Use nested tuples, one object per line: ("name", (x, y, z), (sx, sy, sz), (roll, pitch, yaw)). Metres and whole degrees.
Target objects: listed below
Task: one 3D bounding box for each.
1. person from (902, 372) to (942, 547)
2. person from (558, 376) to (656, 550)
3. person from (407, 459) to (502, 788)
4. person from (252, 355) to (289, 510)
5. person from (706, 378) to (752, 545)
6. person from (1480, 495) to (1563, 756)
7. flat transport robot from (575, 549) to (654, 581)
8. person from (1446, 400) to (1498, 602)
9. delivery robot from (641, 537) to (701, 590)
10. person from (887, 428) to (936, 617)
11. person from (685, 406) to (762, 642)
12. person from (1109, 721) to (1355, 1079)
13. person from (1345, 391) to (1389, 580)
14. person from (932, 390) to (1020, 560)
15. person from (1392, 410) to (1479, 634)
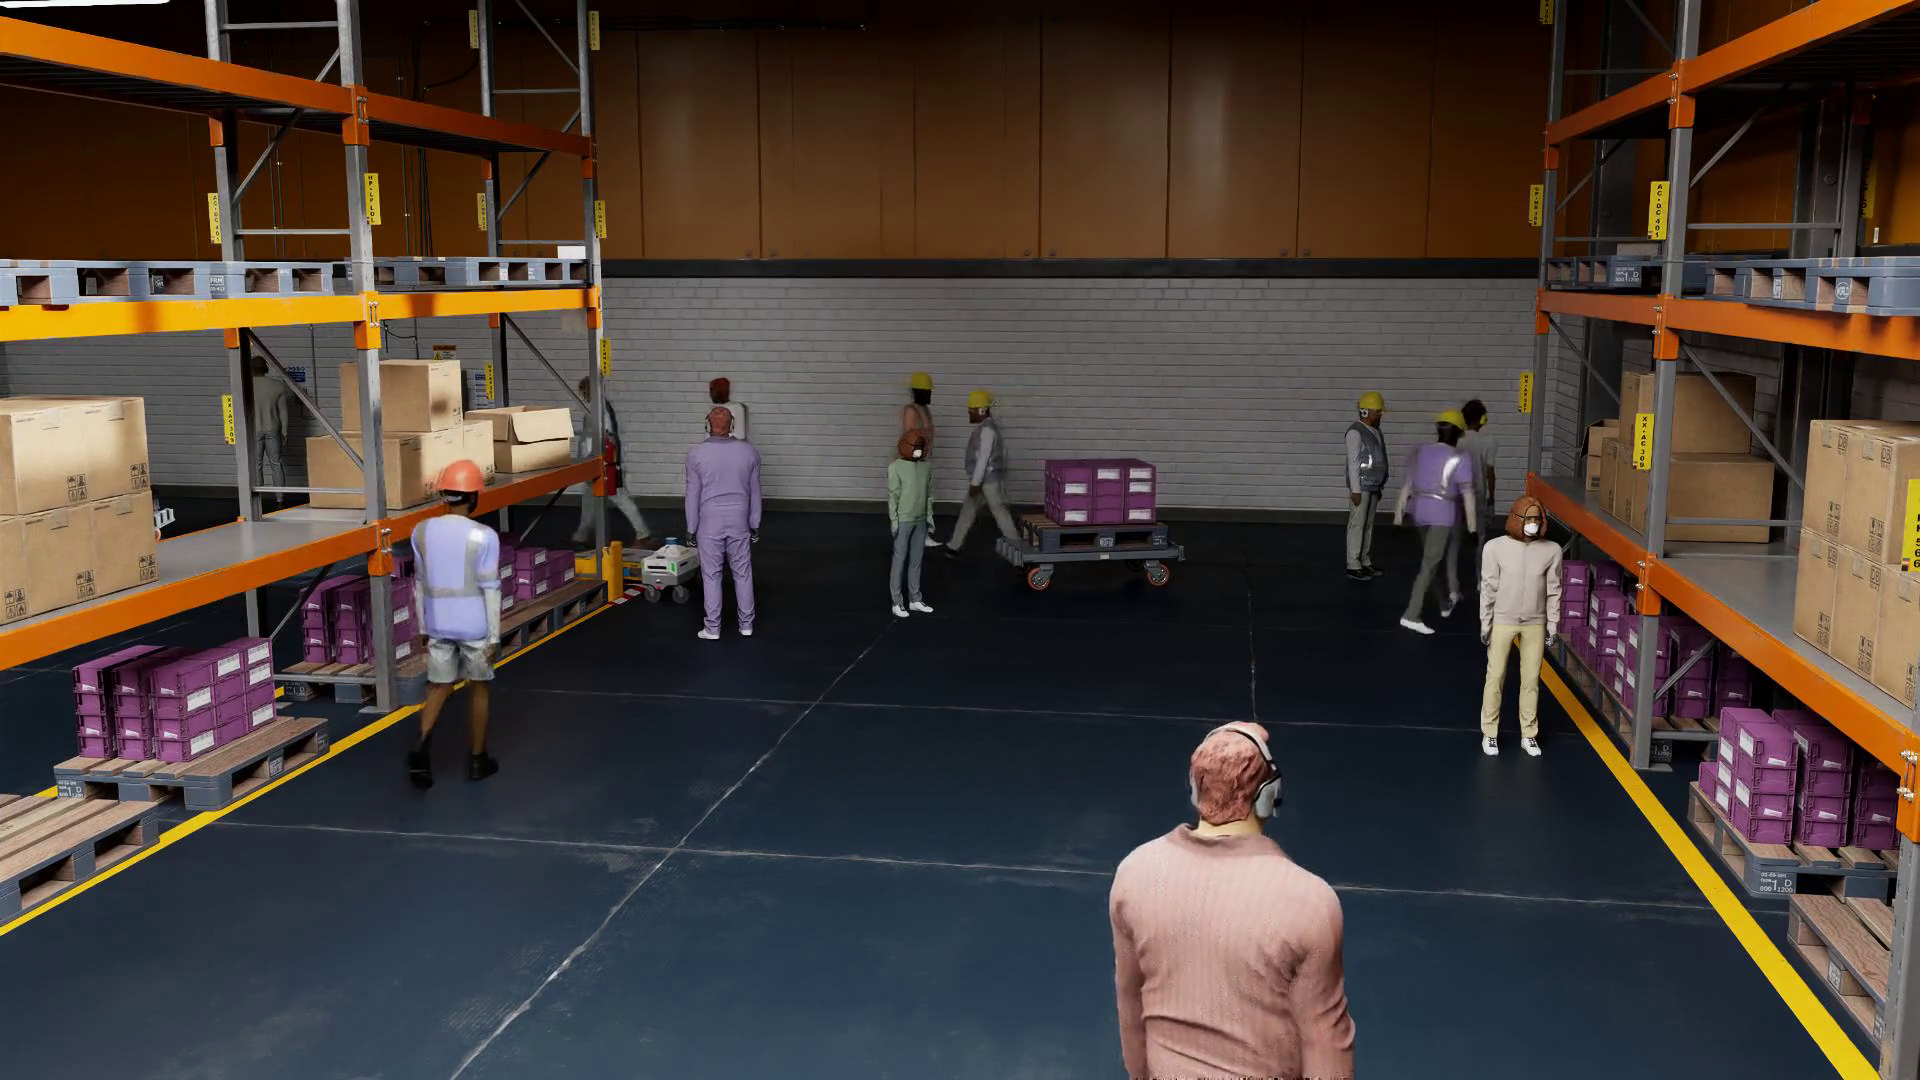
("person", (-0.464, -0.872, 18.040), (0.532, 1.910, 0.590), (3, 10, 20))
("person", (-3.764, -0.805, 17.749), (1.052, 1.885, 0.643), (0, 9, 0))
("person", (-2.911, 0.501, 9.536), (0.562, 1.918, 0.696), (2, 9, 10))
("person", (-8.719, -1.336, 20.802), (0.630, 1.940, 0.372), (-5, 11, -30))
("person", (-2.451, -0.815, 17.845), (0.568, 1.857, 0.665), (8, 12, 40))
("person", (3.449, 0.529, 10.264), (0.496, 1.629, 0.277), (0, 9, 2))
("flat transport robot", (-3.211, 0.242, 16.198), (1.431, 0.197, 0.652), (5, 10, 26))
("person", (4.656, -0.366, 15.173), (0.554, 1.818, 0.957), (6, 11, 32))
("delivery robot", (-2.630, 0.220, 15.173), (0.477, 0.478, 0.707), (2, 9, 12))
("person", (-0.419, -0.156, 14.465), (0.499, 1.633, 0.282), (-9, 13, -44))
("person", (-1.930, -0.134, 13.490), (0.652, 1.906, 0.403), (-5, 10, -27))
("person", (0.692, 1.386, 4.144), (0.691, 1.897, 0.439), (8, 12, 41))
("person", (3.961, -0.535, 16.191), (0.404, 1.832, 0.589), (6, 11, 35))
("person", (0.227, -0.655, 17.121), (0.971, 1.772, 0.606), (-1, 9, -6))
("person", (4.015, -0.175, 13.965), (1.036, 1.852, 0.663), (-8, 12, -39))
